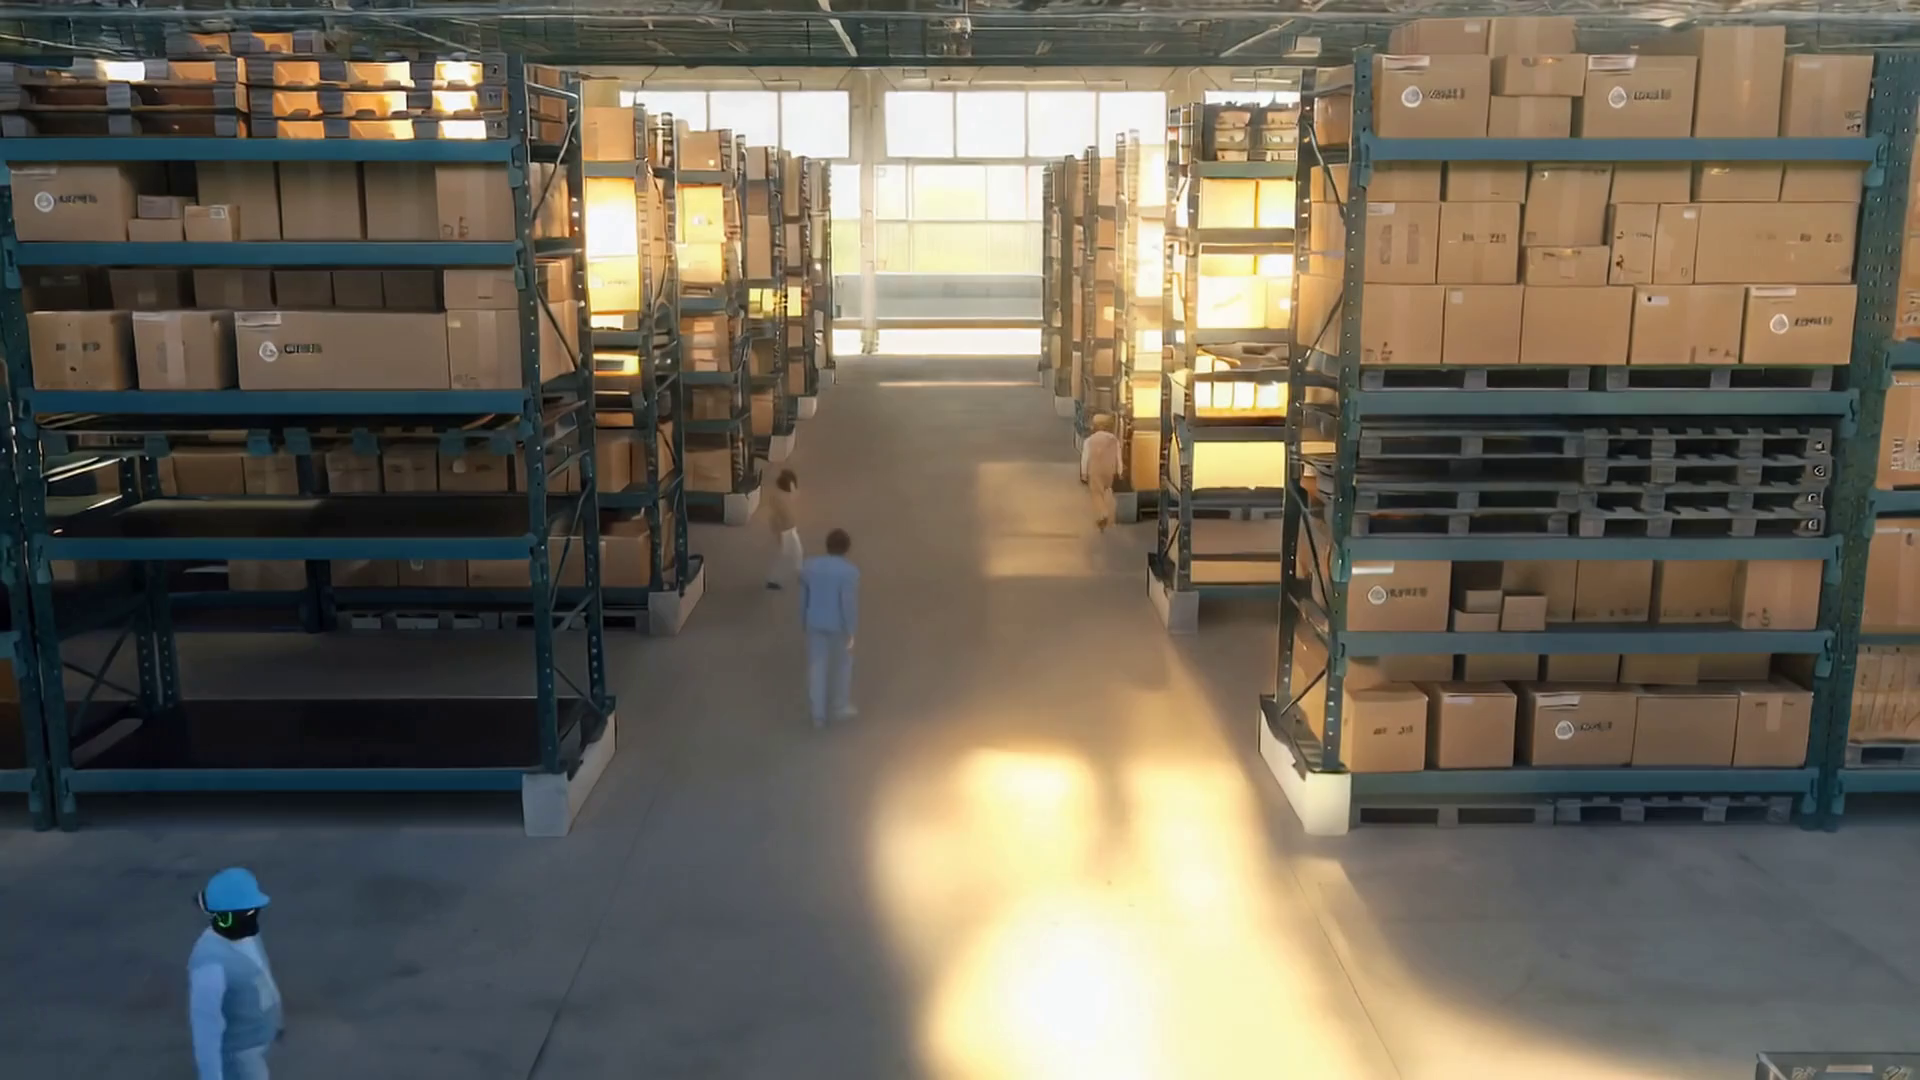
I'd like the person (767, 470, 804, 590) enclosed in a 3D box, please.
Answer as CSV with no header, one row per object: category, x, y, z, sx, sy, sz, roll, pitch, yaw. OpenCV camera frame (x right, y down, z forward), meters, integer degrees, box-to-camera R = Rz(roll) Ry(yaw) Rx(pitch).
person,-2.176,-0.107,21.430,0.825,1.596,0.523,8,14,33

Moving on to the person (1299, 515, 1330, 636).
person,4.097,0.271,18.796,0.403,1.904,0.637,-4,12,-21

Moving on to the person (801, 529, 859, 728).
person,-1.231,0.824,16.034,0.662,1.905,0.737,4,12,19

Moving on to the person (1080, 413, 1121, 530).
person,2.209,-1.036,25.591,0.610,1.788,0.854,-4,12,-17

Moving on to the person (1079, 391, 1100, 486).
person,2.312,-1.801,29.594,0.319,1.692,0.536,-6,13,-29

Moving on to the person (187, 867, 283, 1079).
person,-3.516,2.462,8.150,0.425,1.817,0.595,-2,12,-11
